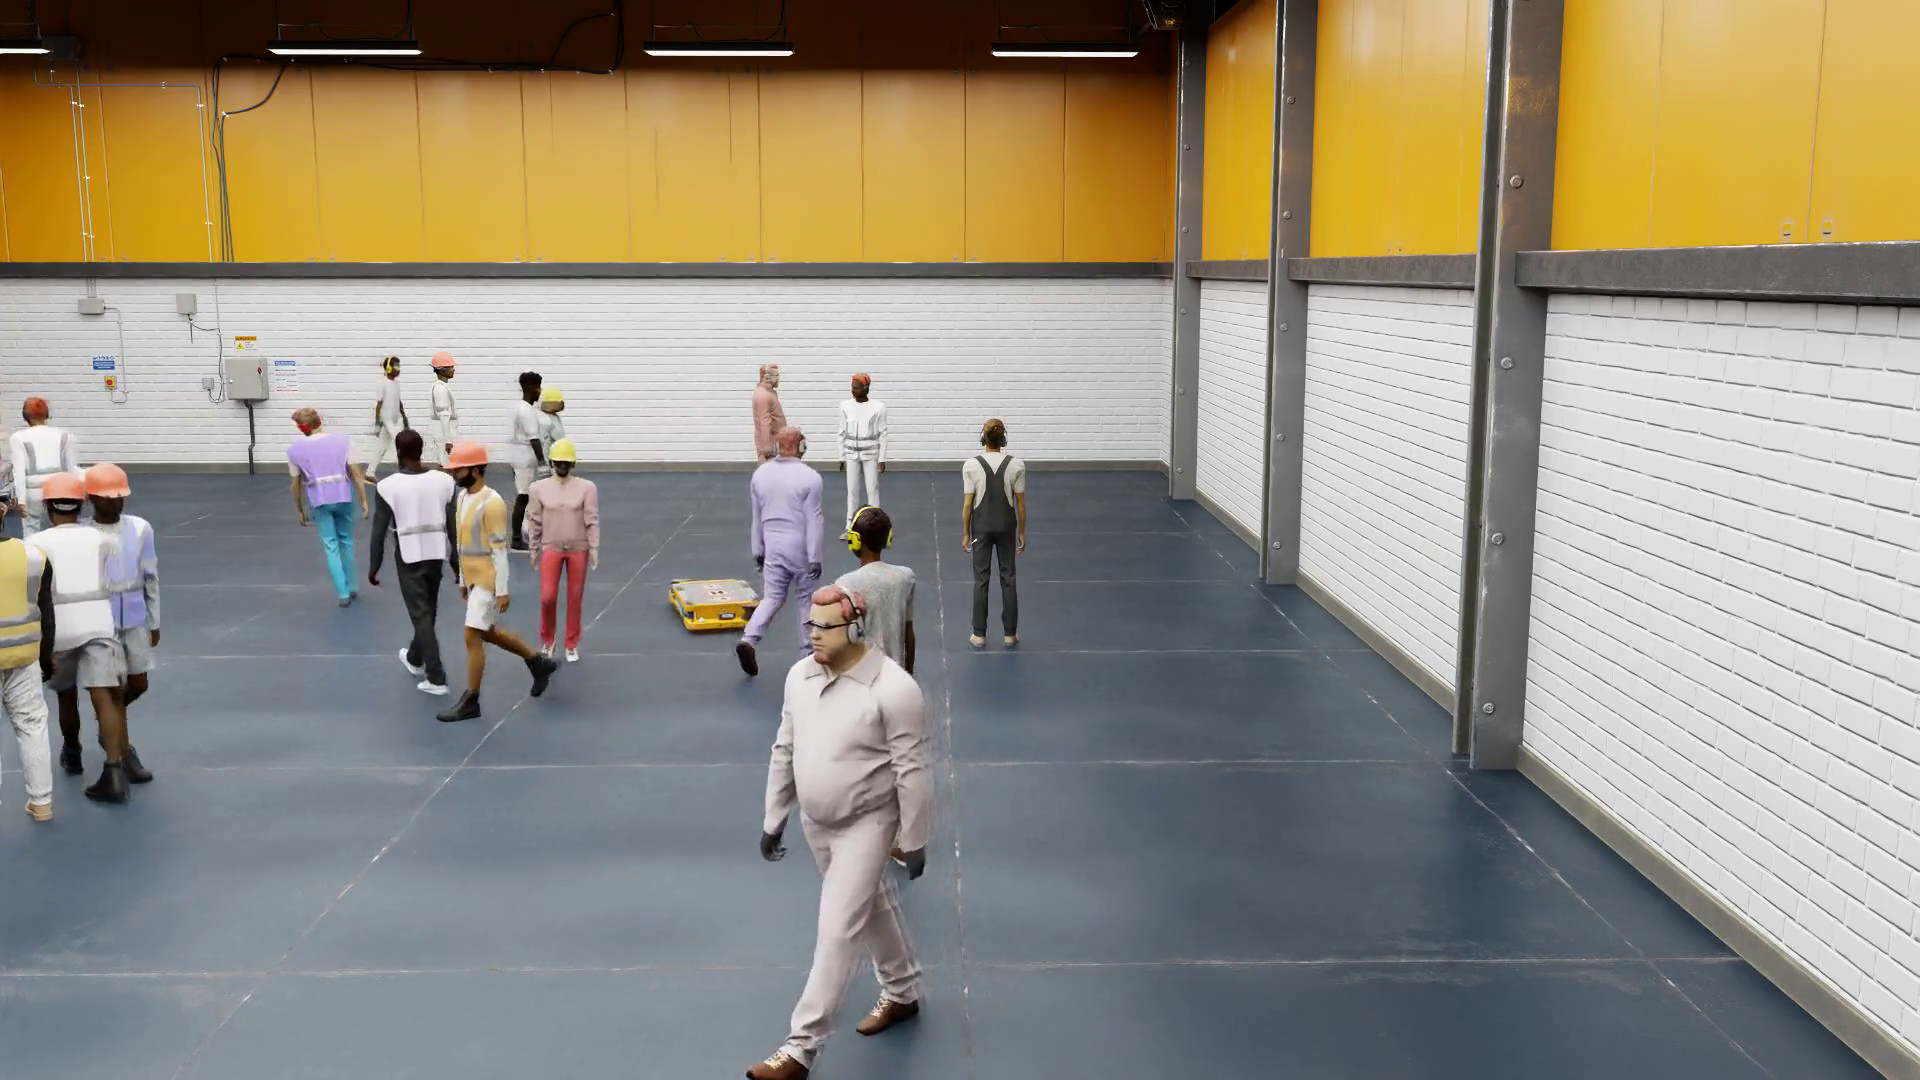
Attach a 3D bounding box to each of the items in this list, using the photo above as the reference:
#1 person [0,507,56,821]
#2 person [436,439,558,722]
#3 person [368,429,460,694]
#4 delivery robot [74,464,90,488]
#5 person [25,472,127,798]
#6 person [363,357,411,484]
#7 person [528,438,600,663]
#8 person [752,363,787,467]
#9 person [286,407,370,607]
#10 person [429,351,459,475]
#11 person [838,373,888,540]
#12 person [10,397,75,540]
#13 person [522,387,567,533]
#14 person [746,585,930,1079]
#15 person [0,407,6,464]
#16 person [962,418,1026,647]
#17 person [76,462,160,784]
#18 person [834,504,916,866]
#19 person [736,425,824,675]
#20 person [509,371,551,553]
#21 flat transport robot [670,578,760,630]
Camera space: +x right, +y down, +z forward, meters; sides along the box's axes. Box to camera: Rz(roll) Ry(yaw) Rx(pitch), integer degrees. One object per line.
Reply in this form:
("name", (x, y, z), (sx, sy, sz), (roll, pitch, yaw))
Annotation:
("person", (-5.225, 0.664, 8.997), (0.429, 1.843, 0.633), (7, 12, 39))
("person", (-3.172, 0.248, 11.333), (0.864, 1.912, 0.554), (-8, 12, -39))
("person", (-3.983, 0.140, 12.065), (0.604, 1.873, 0.959), (-9, 13, -44))
("delivery robot", (-11.716, -0.829, 21.752), (0.707, 0.478, 0.477), (-1, 10, -8))
("person", (-5.118, 0.547, 9.694), (0.552, 1.851, 1.075), (-8, 12, -41))
("person", (-7.967, -1.656, 23.290), (0.995, 1.817, 0.538), (1, 9, 5))
("person", (-3.026, 0.094, 12.744), (0.527, 1.745, 0.483), (-3, 10, -15))
("person", (-2.287, -1.171, 20.017), (0.406, 1.906, 0.644), (-1, 9, -3))
("person", (-5.725, -0.308, 15.062), (0.658, 1.789, 0.728), (-5, 11, -30))
("person", (-6.198, -1.253, 20.085), (0.369, 2.048, 0.607), (-4, 10, -22))
("person", (-1.088, -0.921, 18.555), (0.575, 1.882, 0.359), (3, 10, 18))
("person", (-8.644, -0.439, 15.765), (0.979, 1.842, 0.595), (7, 11, 35))
("person", (-4.647, -0.871, 18.755), (0.751, 1.721, 0.491), (0, 9, 2))
("person", (-0.488, 1.088, 6.325), (0.665, 1.849, 1.009), (8, 12, 41))
("person", (-12.633, -1.299, 21.664), (0.375, 1.622, 0.517), (-7, 12, -37))
("person", (0.275, -0.056, 13.366), (0.514, 1.845, 0.336), (-1, 9, -4))
("person", (-5.089, 0.468, 9.954), (0.755, 1.912, 0.549), (8, 12, 41))
("person", (-0.437, 0.752, 8.342), (0.535, 1.868, 0.309), (-8, 12, -41))
("person", (-1.316, 0.080, 12.457), (0.645, 1.878, 0.862), (6, 11, 31))
("person", (-4.543, -0.833, 17.814), (0.683, 1.940, 0.663), (-3, 10, -20))
("flat transport robot", (-2.132, 0.540, 14.528), (0.652, 0.197, 1.431), (-3, 10, -16))
